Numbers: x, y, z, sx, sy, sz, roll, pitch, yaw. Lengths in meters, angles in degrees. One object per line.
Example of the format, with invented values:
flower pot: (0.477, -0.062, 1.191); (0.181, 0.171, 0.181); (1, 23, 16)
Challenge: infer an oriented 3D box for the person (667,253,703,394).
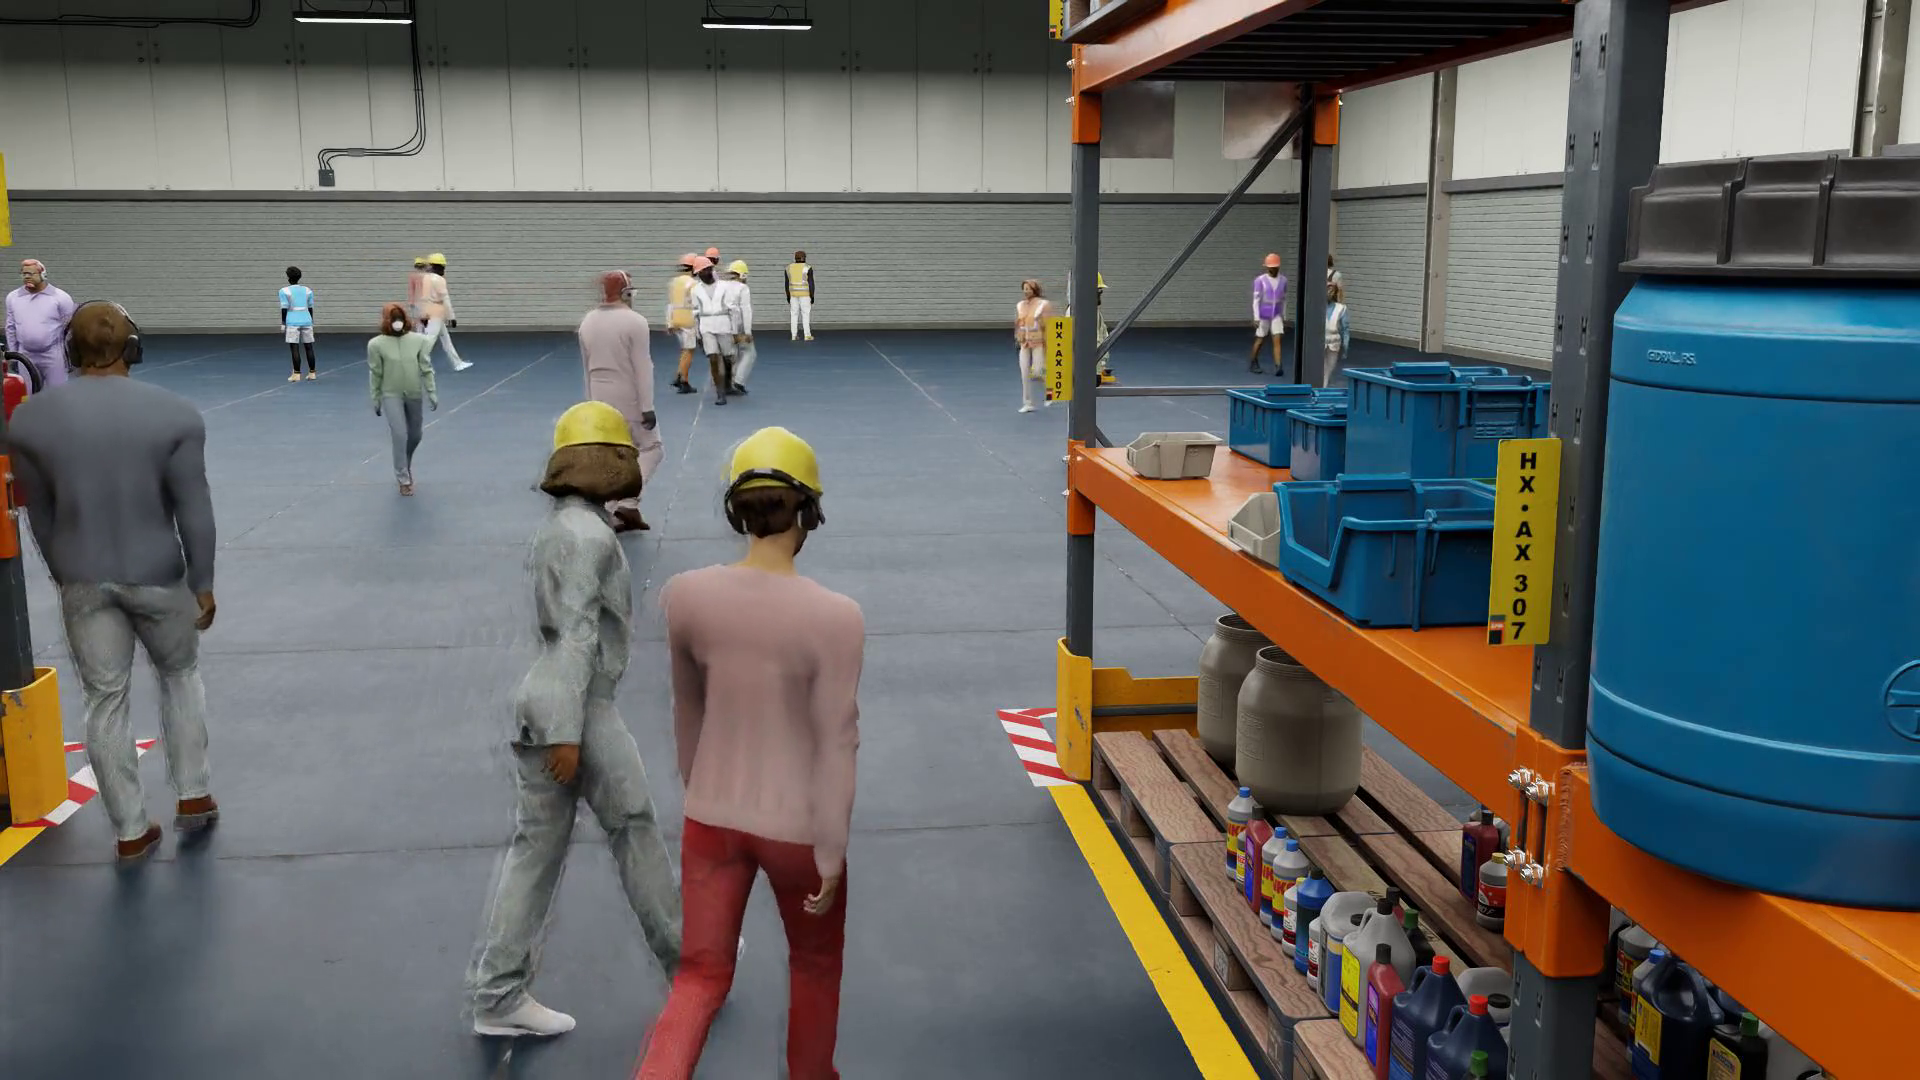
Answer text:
person: (-3.726, -2.954, 22.722); (0.622, 1.908, 0.508); (10, 14, 42)

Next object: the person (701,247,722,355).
person: (-4.486, -4.320, 30.135); (0.379, 1.937, 0.548); (-5, 12, -26)

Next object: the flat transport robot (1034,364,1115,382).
flat transport robot: (1.625, -2.484, 24.646); (0.652, 0.197, 1.431); (-6, 12, -29)

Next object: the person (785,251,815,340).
person: (-3.295, -5.046, 34.389); (0.634, 1.839, 0.429); (3, 11, 17)

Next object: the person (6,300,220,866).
person: (-2.897, 0.133, 5.787); (0.627, 1.913, 0.683); (-3, 11, -17)

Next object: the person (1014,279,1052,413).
person: (0.898, -2.356, 20.208); (0.532, 1.627, 0.415); (8, 13, 36)

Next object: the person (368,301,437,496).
person: (-4.692, -1.200, 13.948); (0.506, 1.605, 0.726); (-7, 13, -34)

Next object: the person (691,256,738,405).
person: (-3.140, -2.692, 21.356); (0.599, 1.891, 0.764); (0, 10, -2)

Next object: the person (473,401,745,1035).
person: (-0.968, 0.478, 4.509); (0.832, 1.680, 0.552); (-6, 12, -31)

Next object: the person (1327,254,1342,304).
person: (6.435, -4.101, 29.219); (0.539, 1.832, 0.483); (2, 10, 9)

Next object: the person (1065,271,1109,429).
person: (1.207, -1.639, 15.729); (0.404, 1.830, 0.600); (-3, 11, -18)

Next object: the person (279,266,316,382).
person: (-9.775, -3.178, 24.538); (0.322, 1.696, 0.536); (8, 13, 37)

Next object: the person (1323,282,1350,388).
person: (4.452, -2.335, 20.208); (0.528, 1.591, 0.881); (0, 10, -1)

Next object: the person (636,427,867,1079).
person: (-0.471, 0.626, 3.603); (0.527, 1.723, 0.805); (5, 11, 23)

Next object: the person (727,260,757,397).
person: (-2.952, -2.811, 22.171); (0.427, 1.822, 0.641); (-10, 14, -43)

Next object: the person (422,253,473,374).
person: (-8.106, -3.524, 25.953); (1.005, 1.868, 0.615); (-9, 13, -40)

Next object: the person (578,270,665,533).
person: (-2.415, -0.986, 11.962); (0.670, 1.894, 0.432); (7, 12, 32)

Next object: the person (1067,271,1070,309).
person: (2.211, -4.439, 31.062); (0.429, 1.839, 0.632); (9, 13, 40)

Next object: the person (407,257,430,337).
person: (-10.909, -4.865, 33.730); (0.528, 1.735, 0.901); (-4, 11, -20)

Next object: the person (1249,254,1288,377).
person: (4.780, -3.473, 25.685); (0.594, 1.883, 1.006); (-2, 10, -9)

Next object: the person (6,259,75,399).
person: (-9.216, -1.851, 16.689); (0.642, 1.909, 0.399); (-1, 10, -7)
